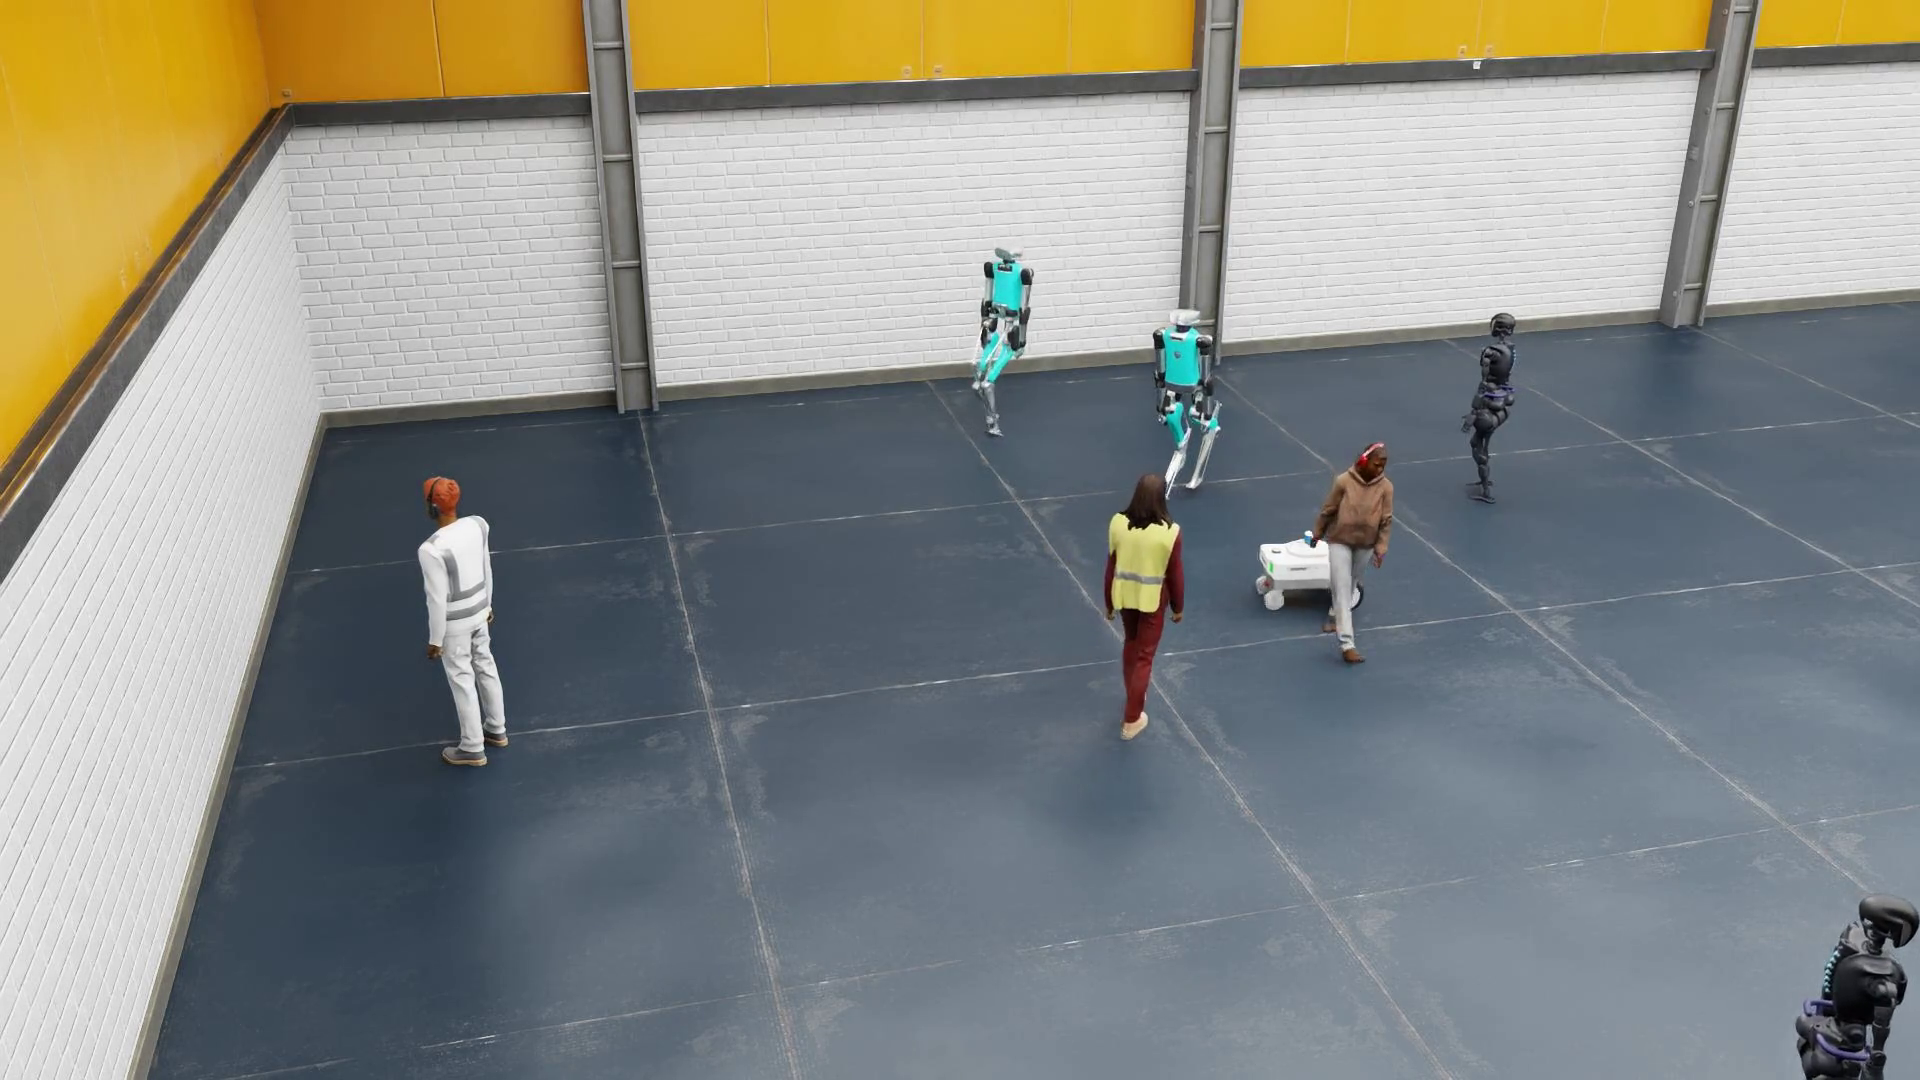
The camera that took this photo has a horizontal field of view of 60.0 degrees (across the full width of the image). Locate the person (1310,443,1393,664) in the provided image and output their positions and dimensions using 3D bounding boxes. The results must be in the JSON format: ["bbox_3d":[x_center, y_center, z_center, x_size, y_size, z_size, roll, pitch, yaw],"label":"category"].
[{"bbox_3d":[2.728,0.038,11.622,0.509,1.584,0.863,0,24,0],"label":"person"}]

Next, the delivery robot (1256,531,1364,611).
[{"bbox_3d":[2.651,0.229,12.504,0.788,0.610,0.499,-2,24,-4],"label":"delivery robot"}]

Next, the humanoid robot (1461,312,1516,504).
[{"bbox_3d":[4.509,-1.127,14.173,0.365,1.652,0.608,20,31,38],"label":"humanoid robot"}]

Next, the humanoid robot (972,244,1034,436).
[{"bbox_3d":[0.288,-1.855,15.764,0.533,1.779,0.856,16,28,32],"label":"humanoid robot"}]

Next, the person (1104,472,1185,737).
[{"bbox_3d":[1.208,0.378,10.667,0.497,1.742,0.693,13,27,26],"label":"person"}]

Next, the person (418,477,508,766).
[{"bbox_3d":[-3.074,0.497,10.227,0.342,1.882,0.585,9,25,19],"label":"person"}]

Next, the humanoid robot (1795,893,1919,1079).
[{"bbox_3d":[3.540,2.118,6.836,0.647,1.635,0.614,4,24,8],"label":"humanoid robot"}]

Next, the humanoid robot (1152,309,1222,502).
[{"bbox_3d":[1.965,-1.149,14.157,0.546,1.761,0.940,15,28,30],"label":"humanoid robot"}]
